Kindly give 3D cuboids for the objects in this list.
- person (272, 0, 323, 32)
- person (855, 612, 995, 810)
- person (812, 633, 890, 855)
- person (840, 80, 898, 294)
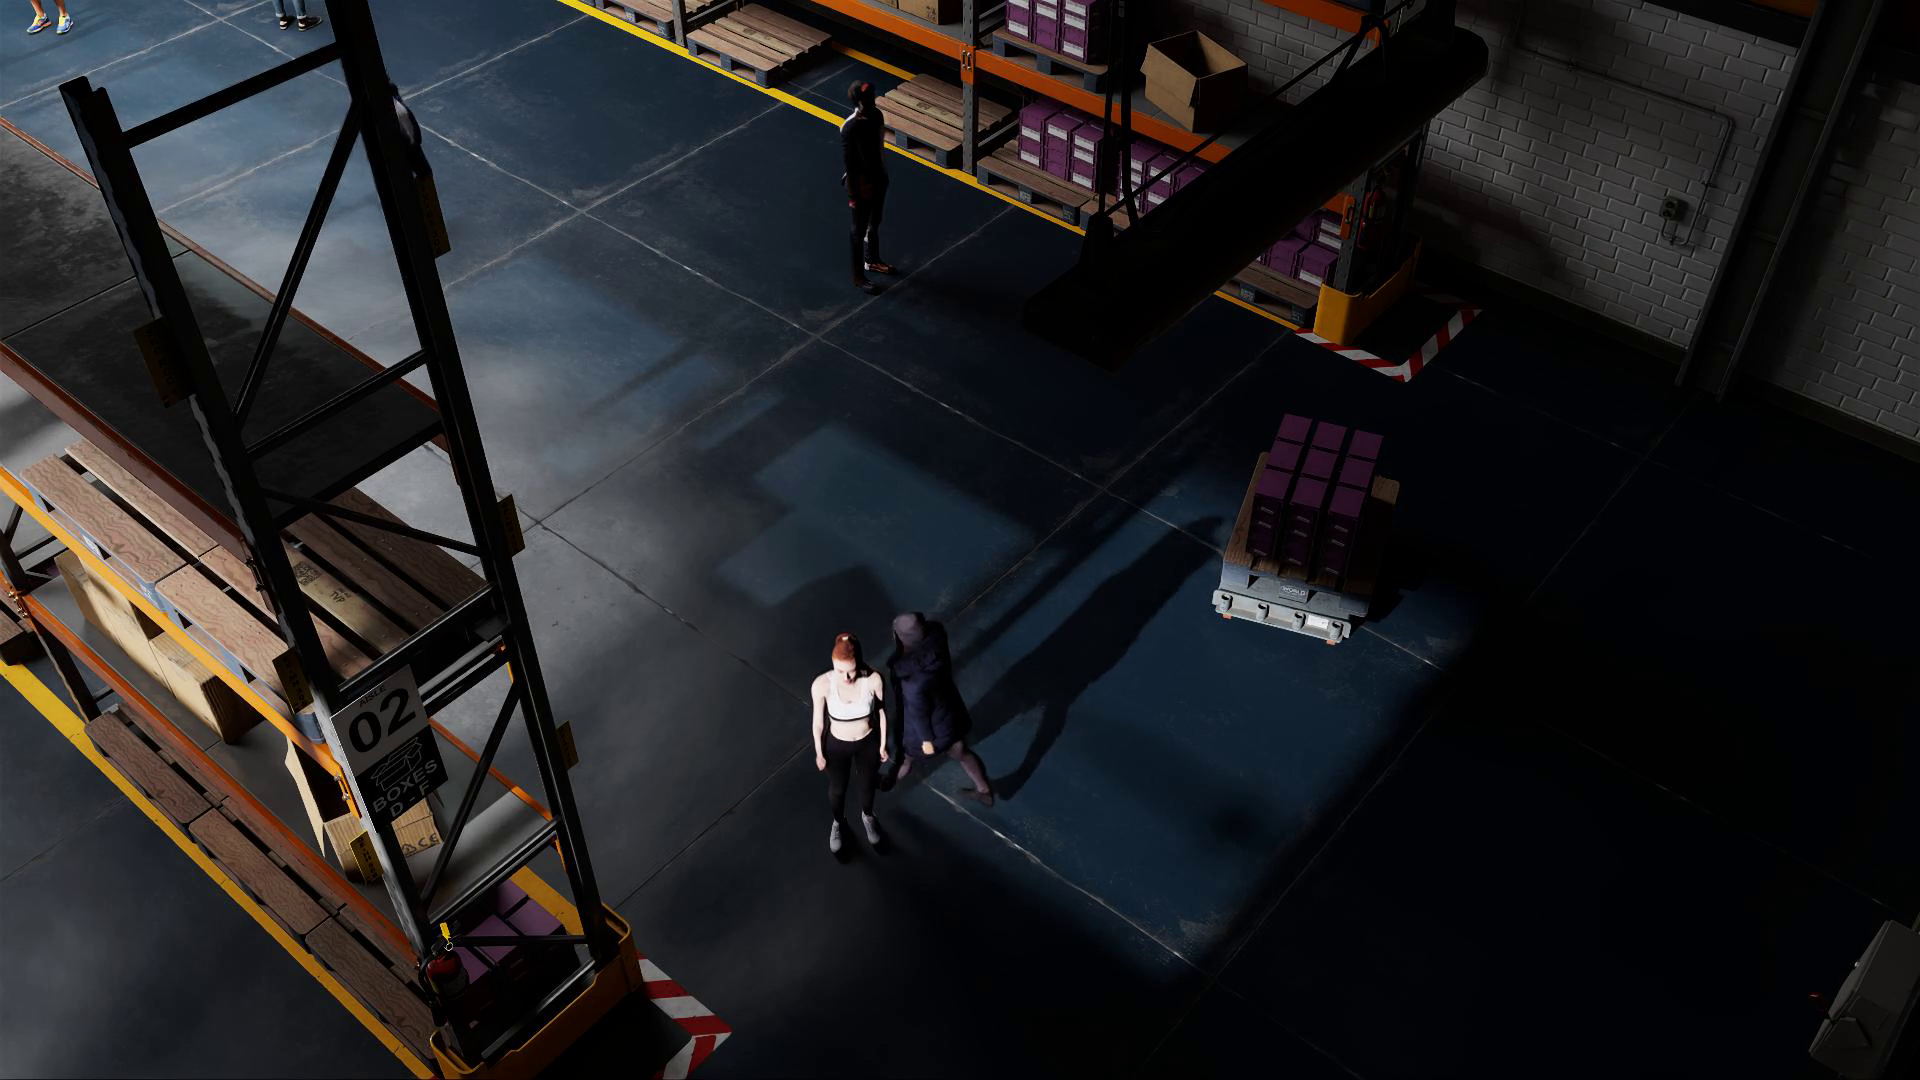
[{"bbox_3d":[-7.232,-6.267,17.493,0.656,1.820,0.802,10,45,10],"label":"person"},{"bbox_3d":[-0.101,1.085,9.930,1.203,1.607,0.922,14,45,14],"label":"person"},{"bbox_3d":[-0.629,1.187,9.725,0.661,1.742,0.697,-8,44,-8],"label":"person"},{"bbox_3d":[-0.789,-3.008,14.019,0.647,1.892,0.726,21,48,21],"label":"person"}]
